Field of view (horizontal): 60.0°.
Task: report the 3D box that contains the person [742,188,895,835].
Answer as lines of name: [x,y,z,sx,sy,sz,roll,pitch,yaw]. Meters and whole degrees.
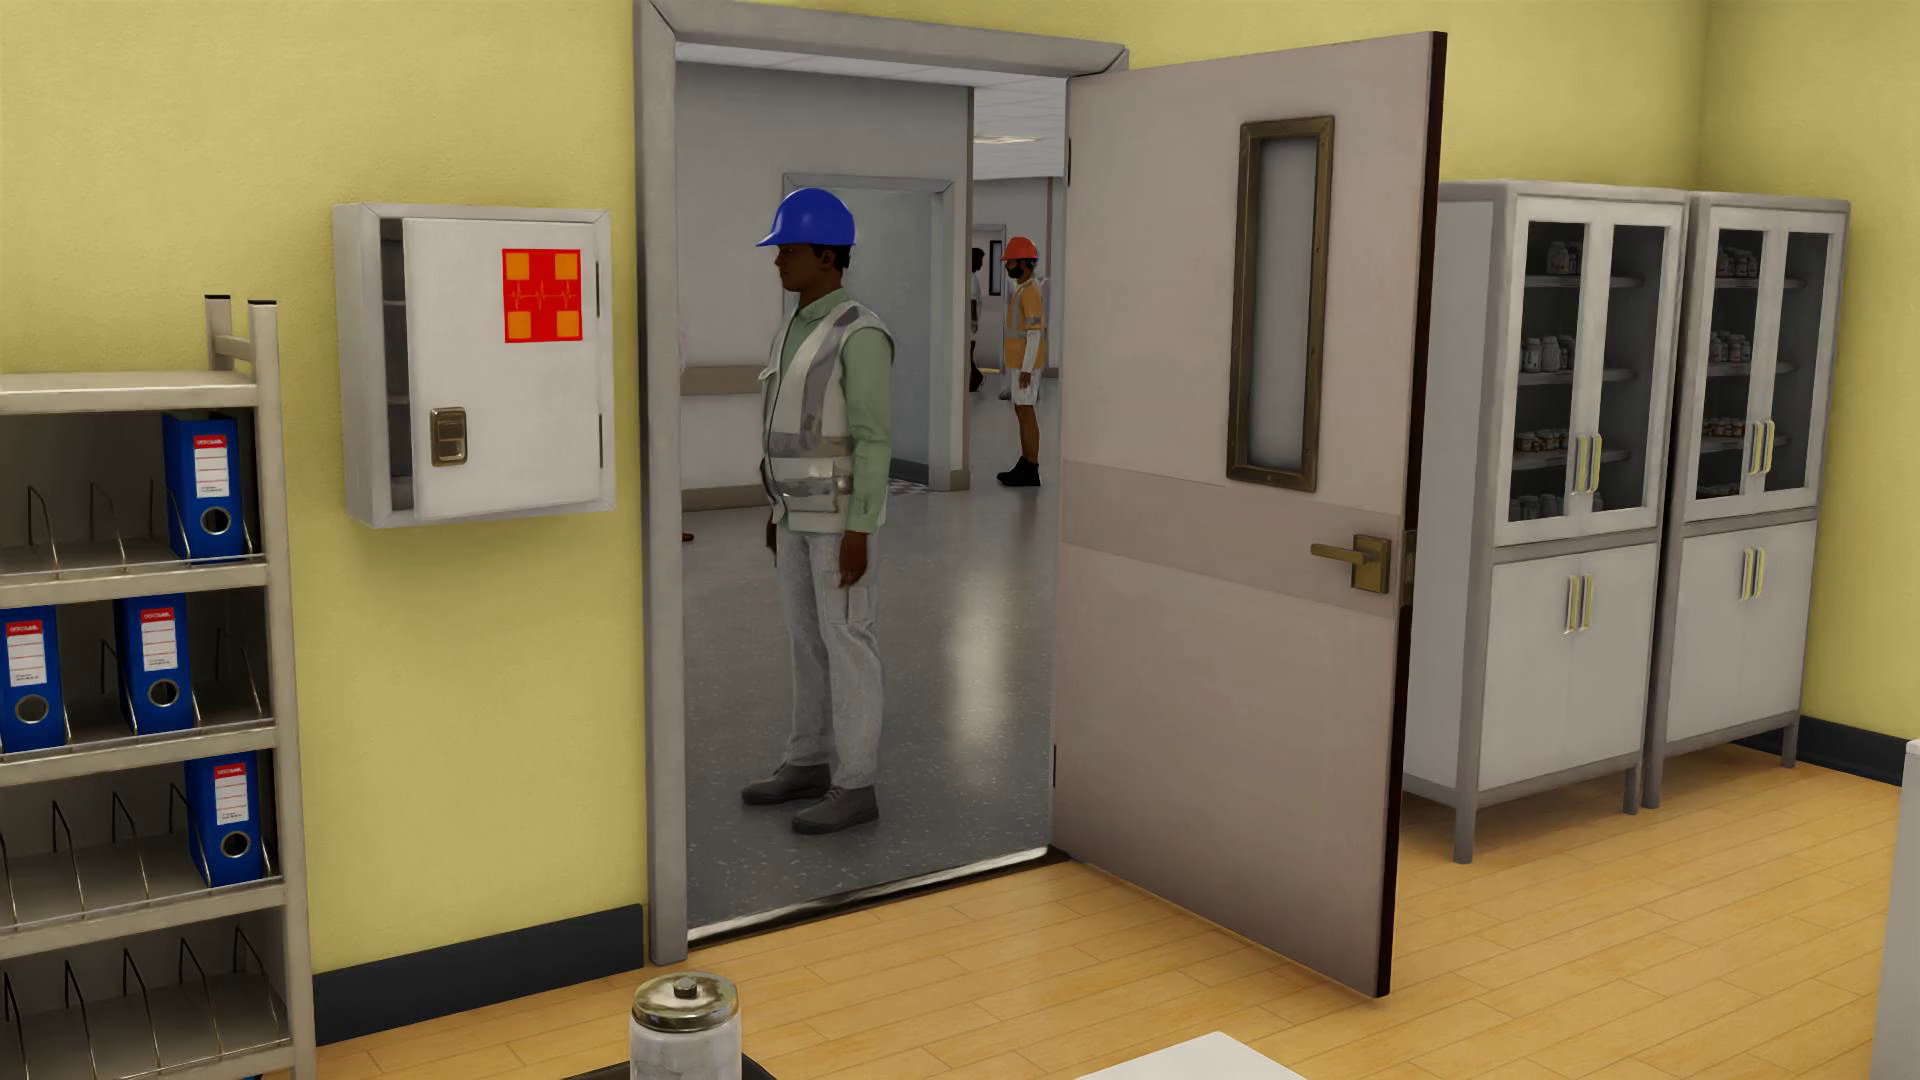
person: [-0.429,-0.084,5.103,0.394,1.949,0.602,-5,11,-31]

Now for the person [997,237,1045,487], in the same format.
person: [0.468,-1.383,12.973,0.365,1.935,0.552,0,10,-5]

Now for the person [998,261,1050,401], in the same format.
person: [0.784,-2.679,20.795,0.646,1.913,0.856,5,11,25]
